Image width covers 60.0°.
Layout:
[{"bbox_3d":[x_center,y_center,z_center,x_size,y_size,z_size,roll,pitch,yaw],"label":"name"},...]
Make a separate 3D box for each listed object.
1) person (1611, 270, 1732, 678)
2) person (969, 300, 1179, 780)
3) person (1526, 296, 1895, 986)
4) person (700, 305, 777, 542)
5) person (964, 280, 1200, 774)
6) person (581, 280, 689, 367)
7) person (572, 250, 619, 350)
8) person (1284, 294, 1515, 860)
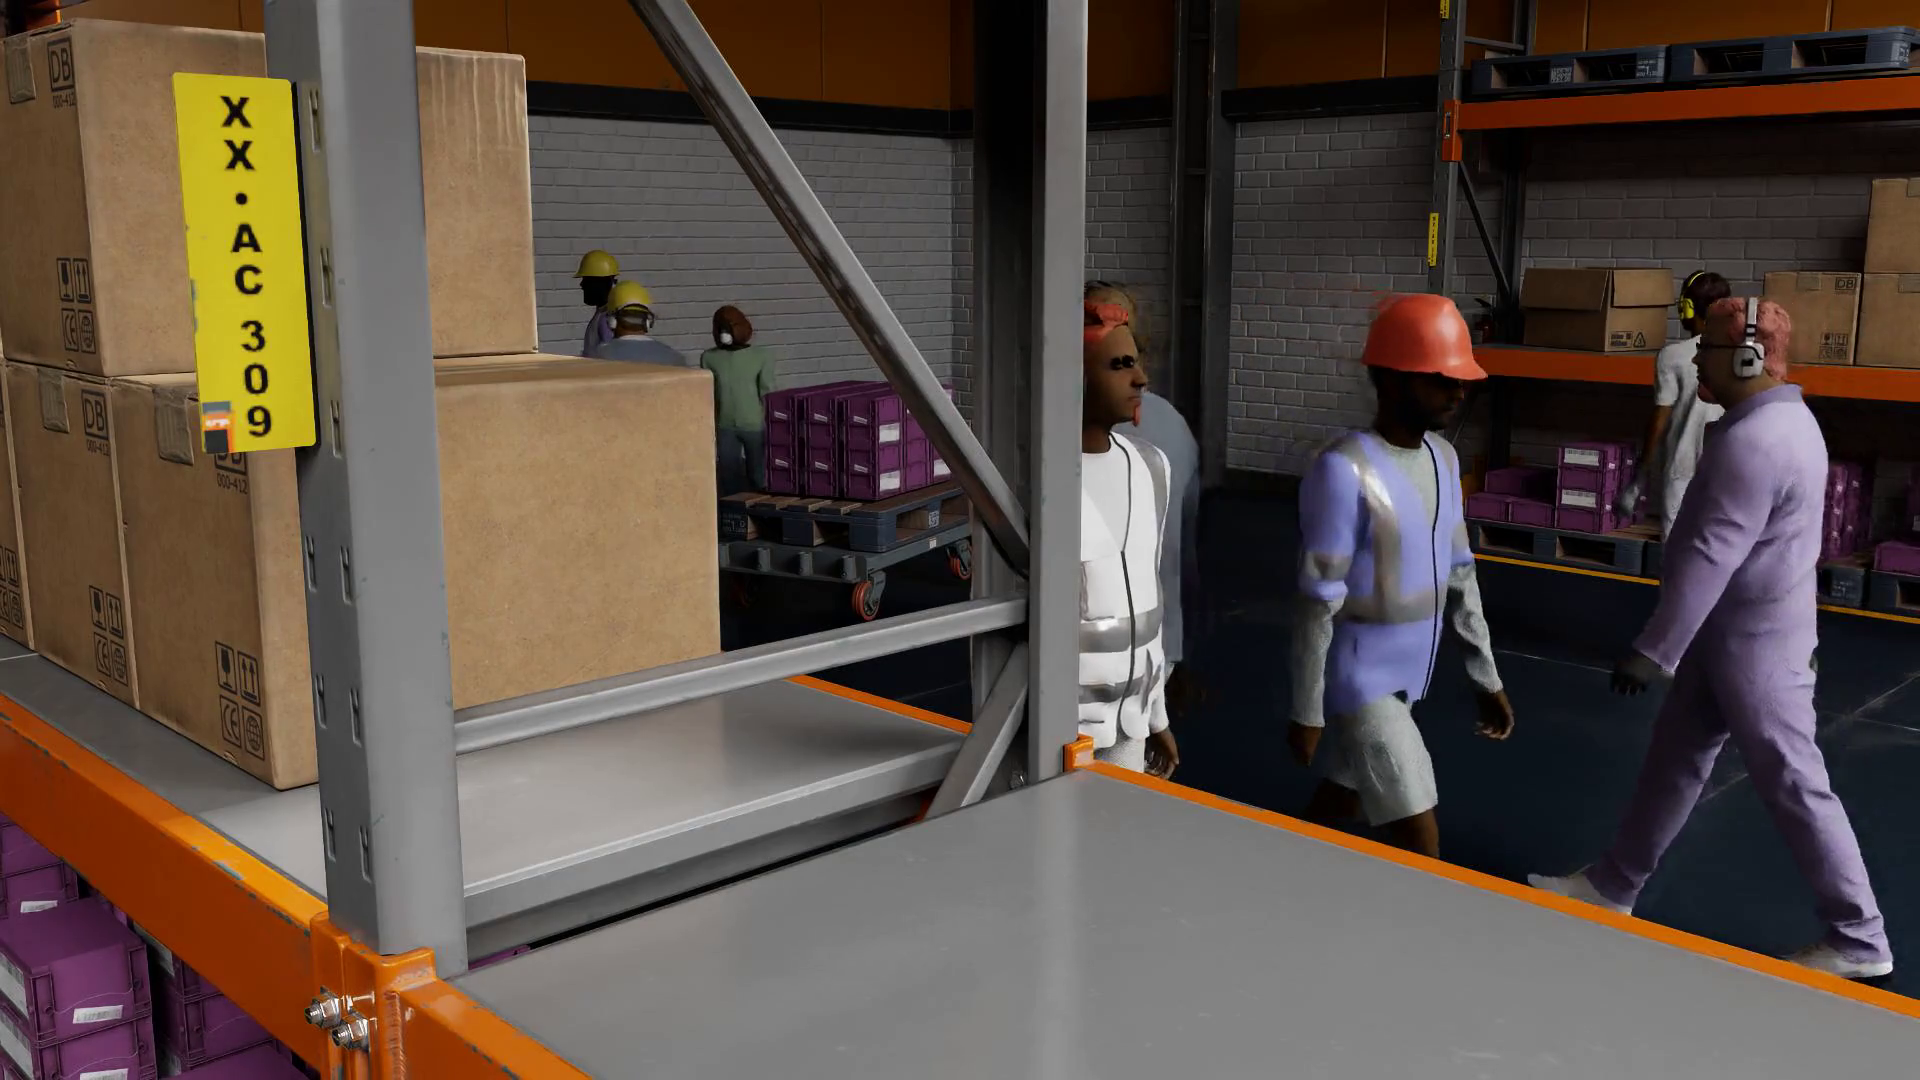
[{"bbox_3d":[3.315,-0.288,7.593,0.569,1.869,0.337,-3,11,-18],"label":"person"},{"bbox_3d":[0.266,0.417,3.697,0.584,1.884,0.347,-9,14,-41],"label":"person"},{"bbox_3d":[2.138,0.272,4.574,0.984,1.861,0.648,5,12,26],"label":"person"},{"bbox_3d":[-1.392,-0.710,10.659,0.515,1.589,0.802,1,10,6],"label":"person"},{"bbox_3d":[0.252,0.306,4.253,0.868,1.908,0.635,7,12,33],"label":"person"},{"bbox_3d":[-1.594,-0.359,8.175,0.622,1.801,0.609,-7,12,-33],"label":"person"},{"bbox_3d":[-2.282,-0.892,10.721,0.367,1.927,0.587,-3,11,-15],"label":"person"},{"bbox_3d":[1.104,0.345,4.106,1.013,1.871,0.549,9,14,41],"label":"person"}]
